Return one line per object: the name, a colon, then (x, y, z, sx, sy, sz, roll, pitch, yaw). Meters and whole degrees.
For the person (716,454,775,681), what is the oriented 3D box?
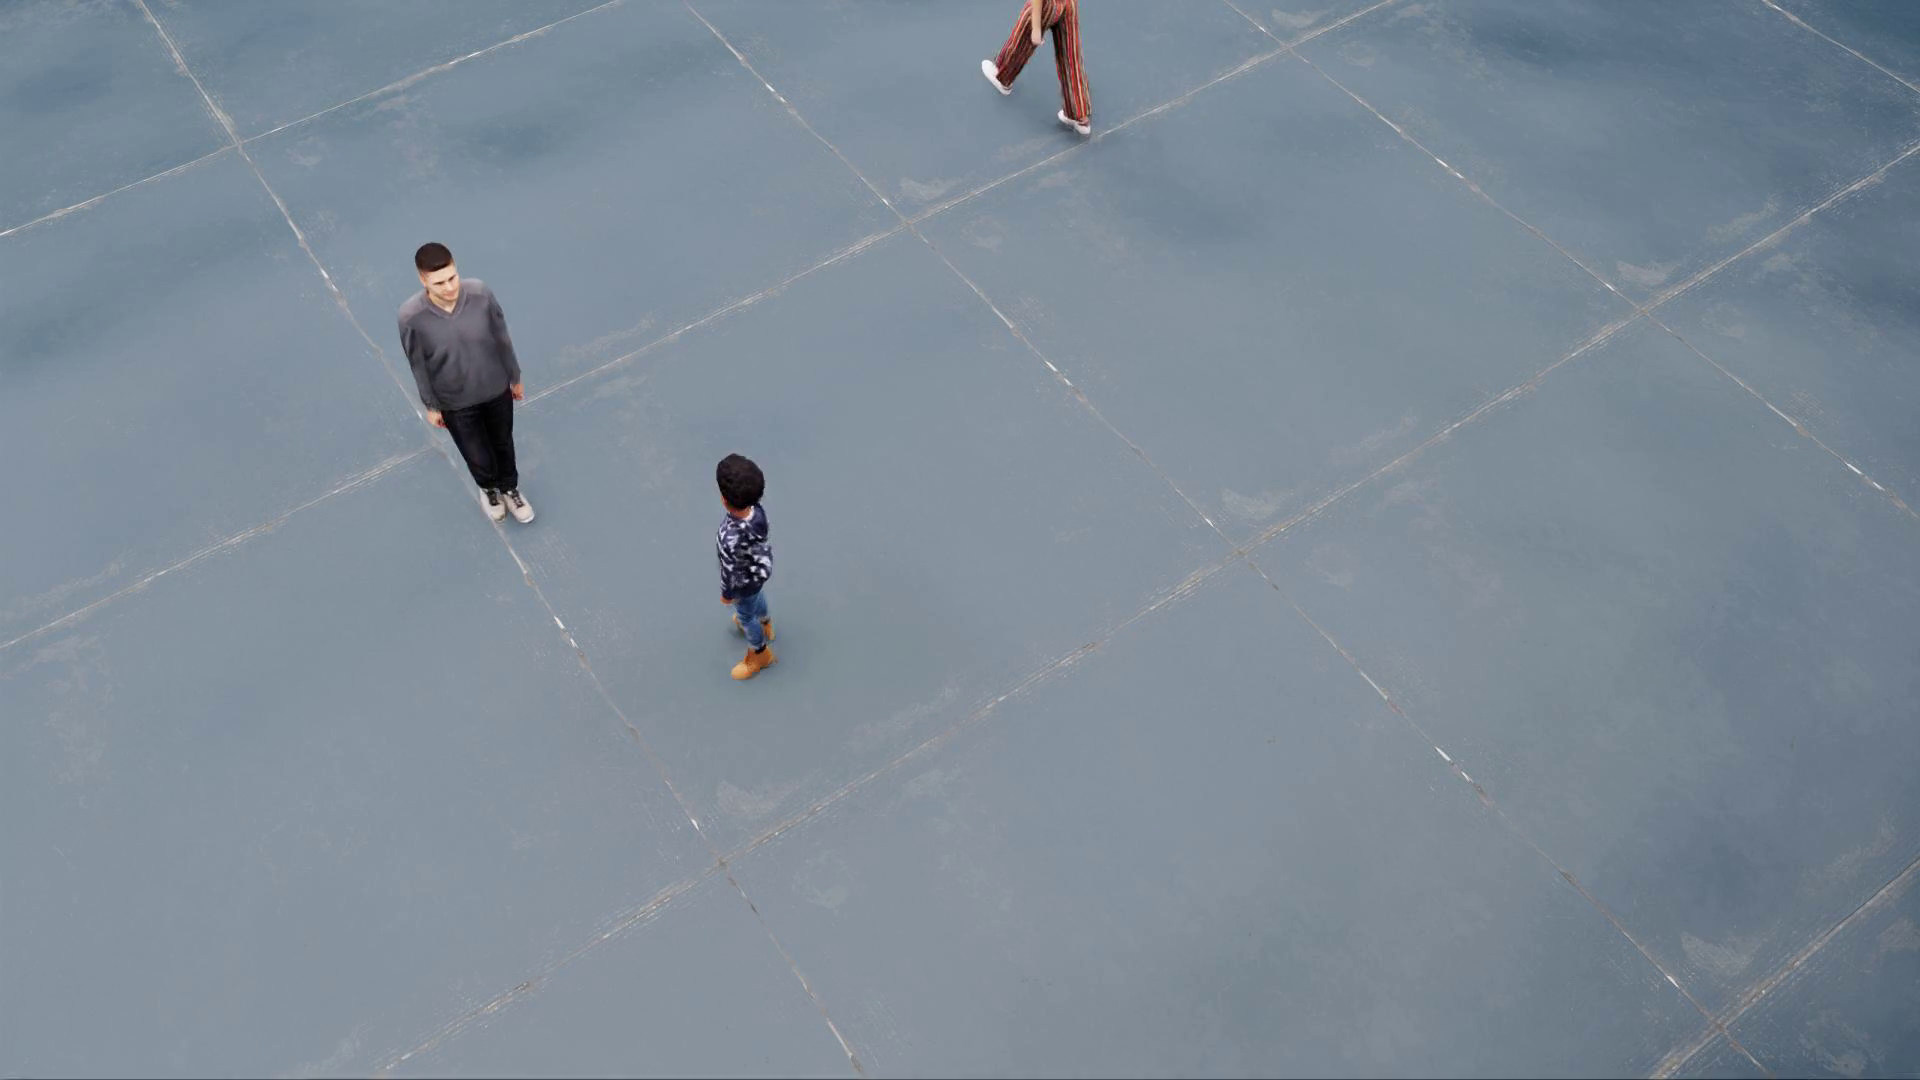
person: (-0.967, 0.129, 7.525, 0.699, 1.245, 0.649, 4, 52, 3)

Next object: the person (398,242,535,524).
person: (-2.345, -0.757, 7.888, 0.636, 1.755, 0.601, -30, 58, -21)

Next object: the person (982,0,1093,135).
person: (0.608, -3.096, 9.852, 0.680, 1.514, 1.109, -37, 61, -25)
